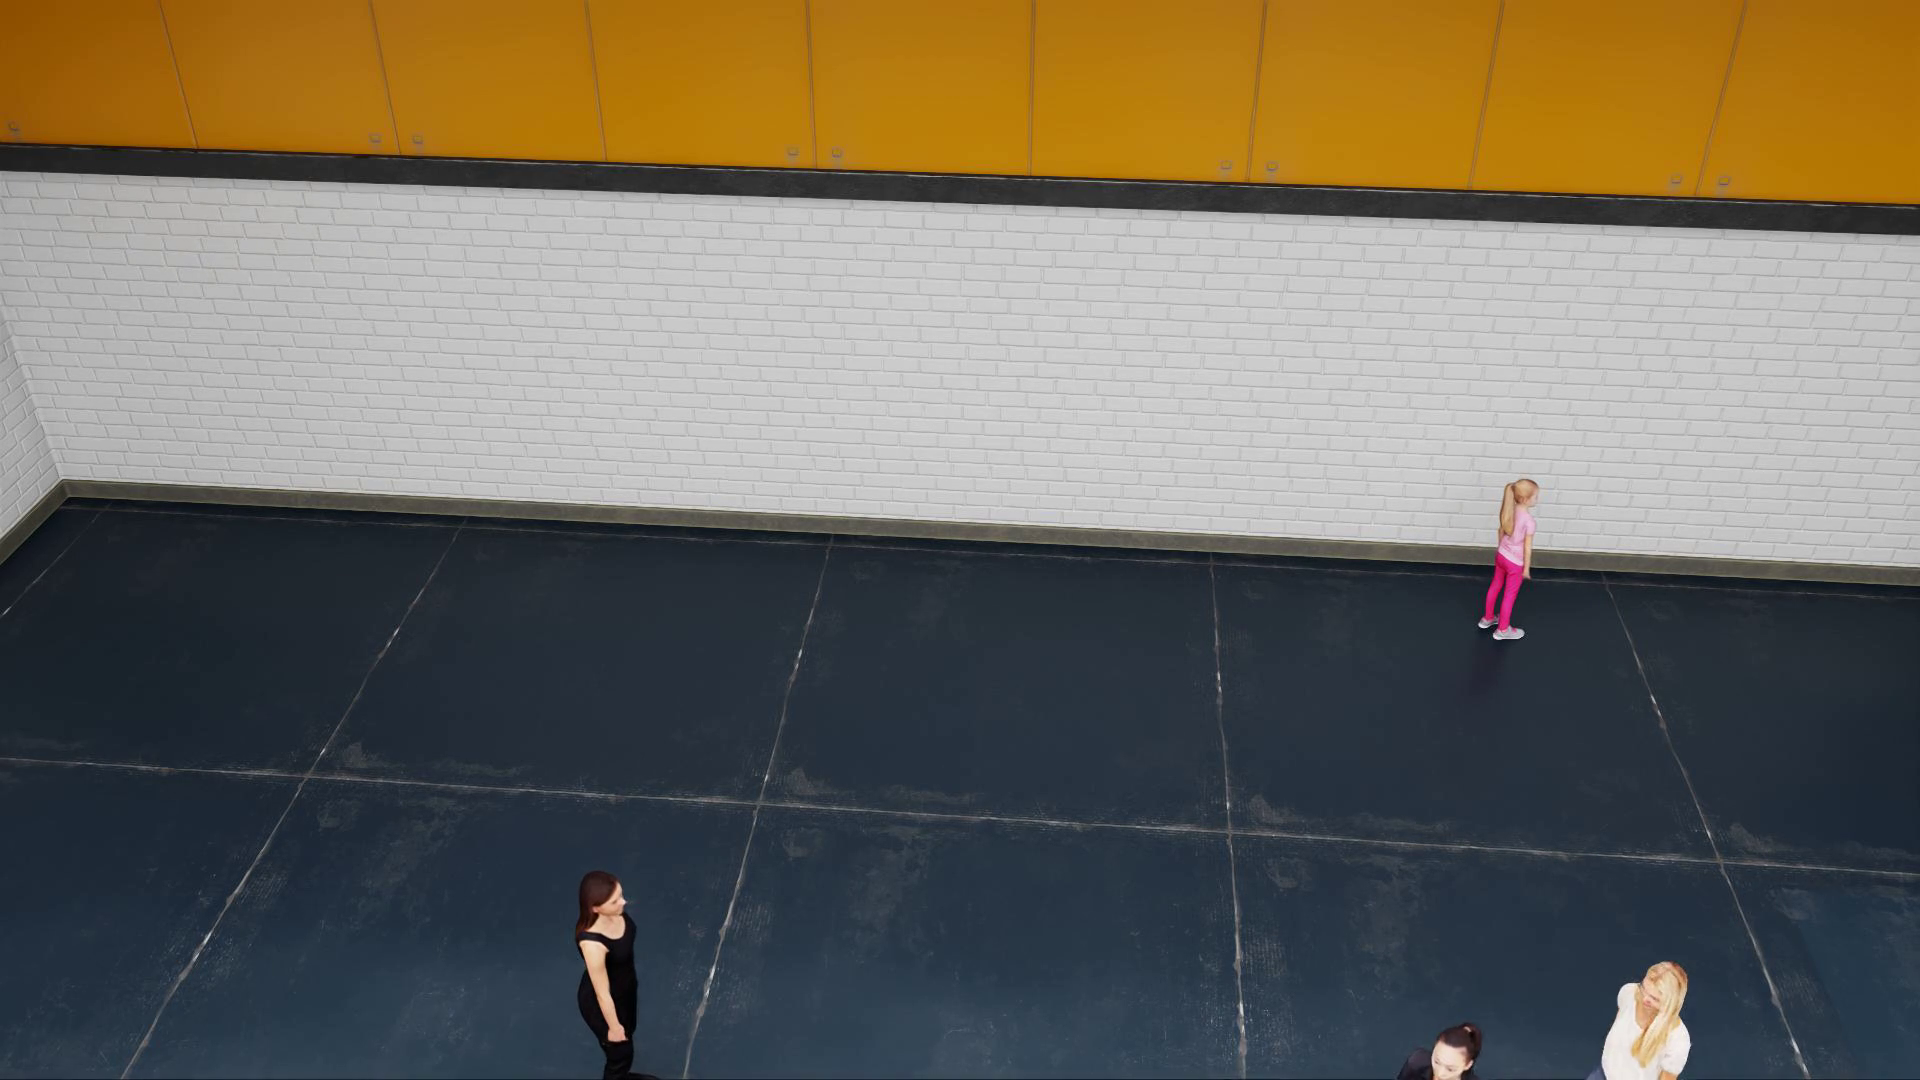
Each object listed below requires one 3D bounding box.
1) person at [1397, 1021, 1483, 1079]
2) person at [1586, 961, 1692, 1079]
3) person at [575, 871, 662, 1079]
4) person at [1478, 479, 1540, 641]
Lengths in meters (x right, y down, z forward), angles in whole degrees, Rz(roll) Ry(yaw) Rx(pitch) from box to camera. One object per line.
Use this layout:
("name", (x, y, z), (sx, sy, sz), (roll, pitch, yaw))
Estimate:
("person", (2.144, 2.750, 7.551), (0.702, 1.705, 0.723), (21, 39, 28))
("person", (3.201, 2.570, 7.753), (0.942, 1.781, 1.008), (-11, 35, -16))
("person", (-1.735, 2.270, 8.293), (0.647, 1.684, 0.493), (1, 34, 1))
("person", (3.942, 0.126, 11.889), (0.627, 1.273, 0.547), (-12, 35, -17))
